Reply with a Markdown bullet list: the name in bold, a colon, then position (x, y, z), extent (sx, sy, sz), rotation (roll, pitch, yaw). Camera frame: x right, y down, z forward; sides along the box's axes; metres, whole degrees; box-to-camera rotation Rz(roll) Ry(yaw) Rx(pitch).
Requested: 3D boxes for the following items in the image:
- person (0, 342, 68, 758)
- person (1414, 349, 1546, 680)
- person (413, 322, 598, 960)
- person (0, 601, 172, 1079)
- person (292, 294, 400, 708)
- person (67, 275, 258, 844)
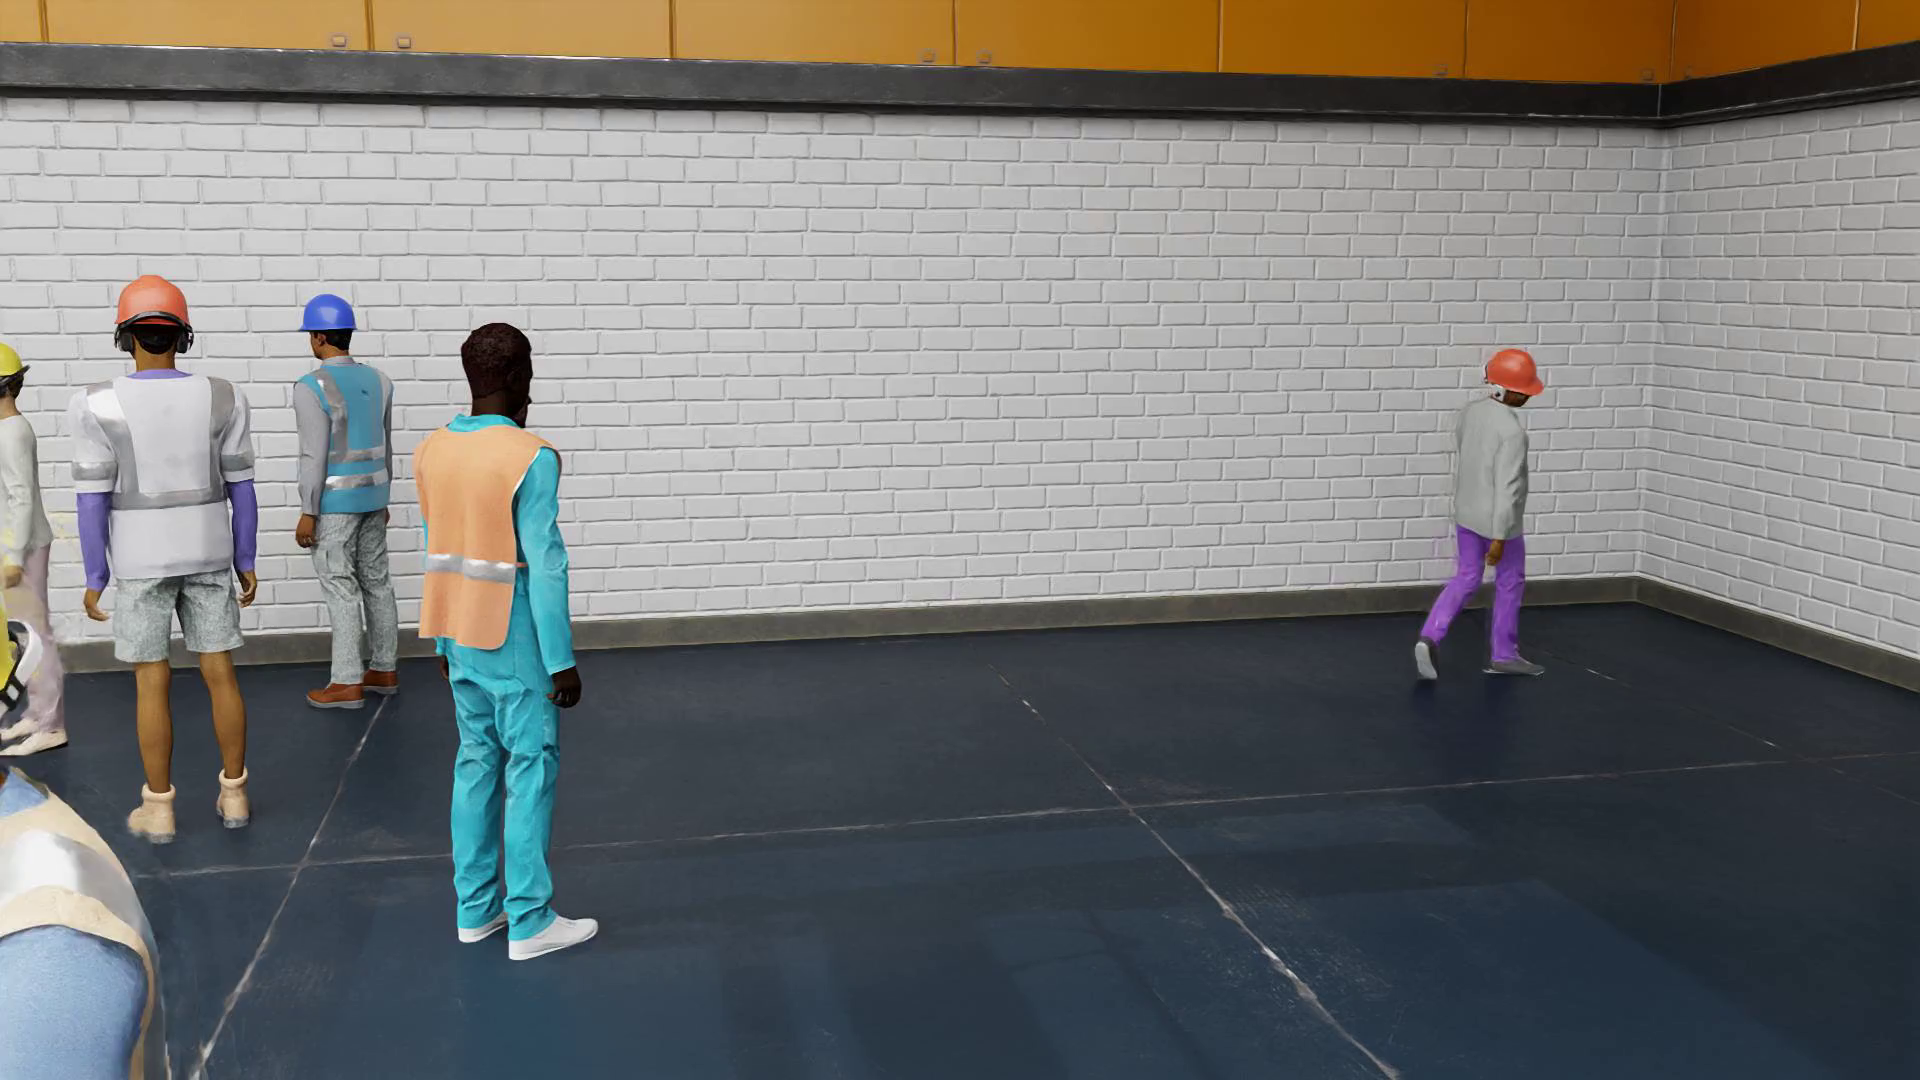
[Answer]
- **person**: position (-4.049, 0.035, 7.100), extent (0.315, 1.769, 0.525), rotation (-6, 11, -34)
- **person**: position (2.626, -0.114, 8.258), extent (0.732, 1.682, 0.568), rotation (-4, 10, -20)
- **person**: position (-1.398, 0.308, 5.005), extent (0.599, 1.908, 0.404), rotation (7, 12, 36)
- **person**: position (-1.140, 0.889, 1.766), extent (0.617, 1.805, 0.701), rotation (8, 12, 40)
- **person**: position (-2.913, -0.181, 7.863), extent (0.394, 1.945, 0.618), rotation (3, 10, 18)
- **person**: position (-2.862, 0.073, 6.026), extent (0.608, 2.044, 0.377), rotation (-7, 12, -38)
